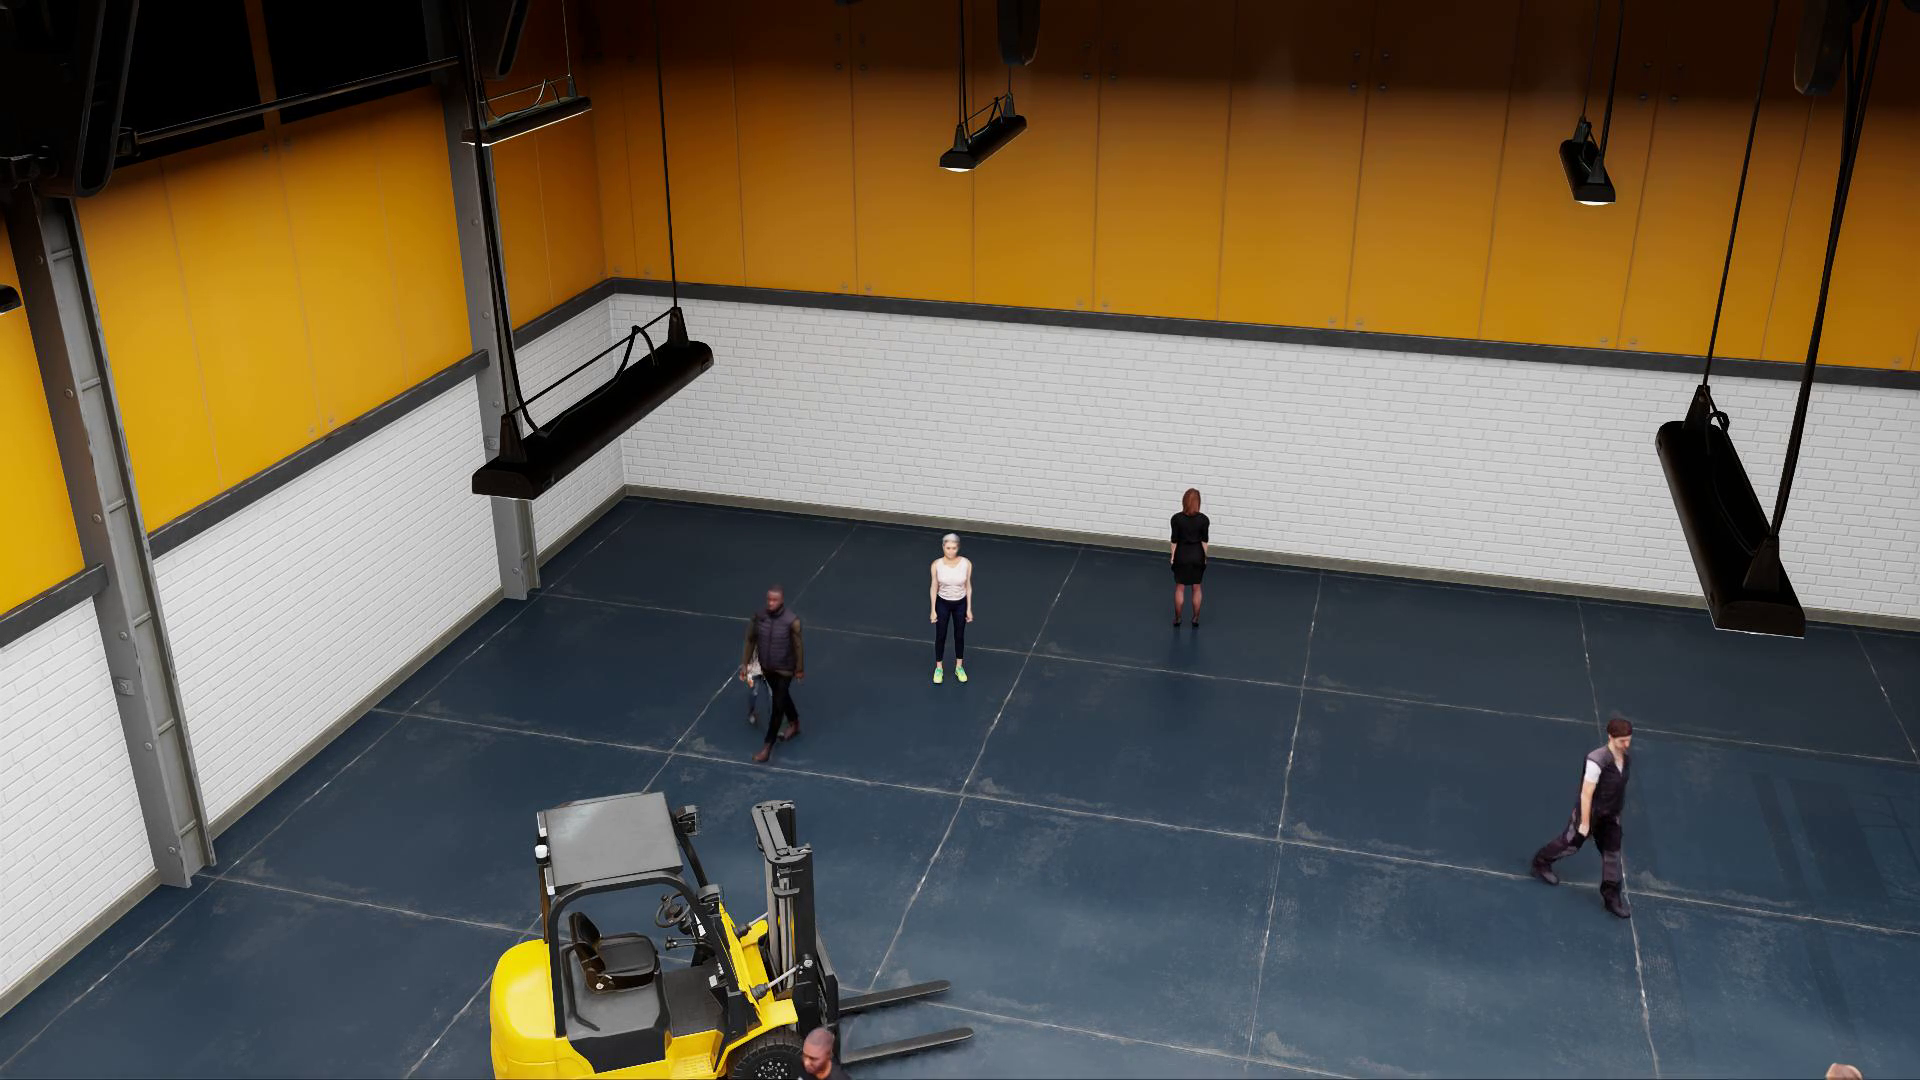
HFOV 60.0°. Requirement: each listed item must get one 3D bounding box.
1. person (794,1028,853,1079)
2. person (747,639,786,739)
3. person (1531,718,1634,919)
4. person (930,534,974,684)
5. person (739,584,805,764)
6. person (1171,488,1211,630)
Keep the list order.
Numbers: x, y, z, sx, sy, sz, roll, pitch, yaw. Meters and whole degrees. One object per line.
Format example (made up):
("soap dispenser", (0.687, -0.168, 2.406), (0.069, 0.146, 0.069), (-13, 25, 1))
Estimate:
("person", (-0.778, 3.802, 10.516), (0.970, 1.782, 1.223), (19, 30, 36))
("person", (-2.012, 1.346, 16.784), (0.858, 1.260, 0.955), (-10, 25, -21))
("person", (5.293, 2.243, 14.053), (1.203, 1.805, 1.278), (-15, 27, -30))
("person", (-0.090, 0.707, 17.694), (0.676, 1.703, 0.657), (-3, 24, -7))
("person", (-1.741, 1.233, 16.385), (0.902, 1.789, 1.209), (13, 27, 28))
("person", (2.595, 0.215, 18.814), (0.619, 1.706, 0.548), (2, 24, 5))
